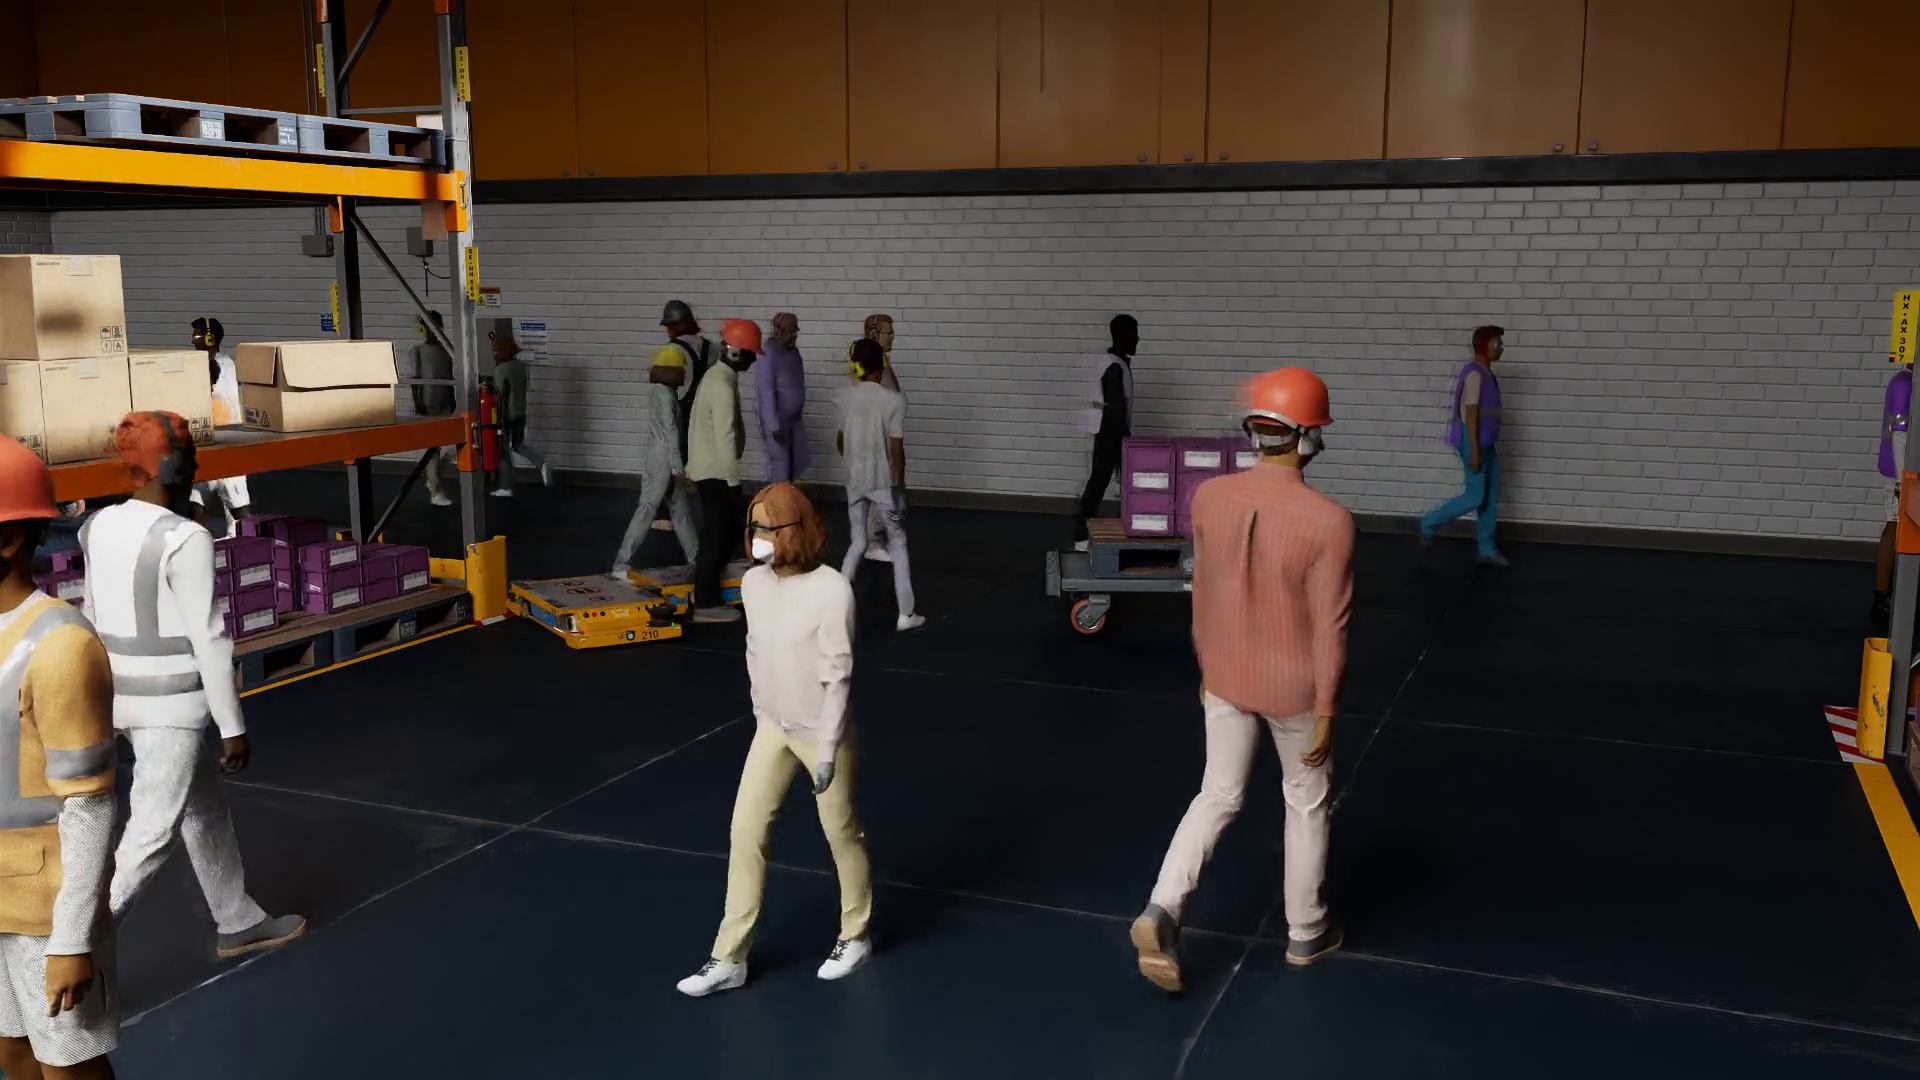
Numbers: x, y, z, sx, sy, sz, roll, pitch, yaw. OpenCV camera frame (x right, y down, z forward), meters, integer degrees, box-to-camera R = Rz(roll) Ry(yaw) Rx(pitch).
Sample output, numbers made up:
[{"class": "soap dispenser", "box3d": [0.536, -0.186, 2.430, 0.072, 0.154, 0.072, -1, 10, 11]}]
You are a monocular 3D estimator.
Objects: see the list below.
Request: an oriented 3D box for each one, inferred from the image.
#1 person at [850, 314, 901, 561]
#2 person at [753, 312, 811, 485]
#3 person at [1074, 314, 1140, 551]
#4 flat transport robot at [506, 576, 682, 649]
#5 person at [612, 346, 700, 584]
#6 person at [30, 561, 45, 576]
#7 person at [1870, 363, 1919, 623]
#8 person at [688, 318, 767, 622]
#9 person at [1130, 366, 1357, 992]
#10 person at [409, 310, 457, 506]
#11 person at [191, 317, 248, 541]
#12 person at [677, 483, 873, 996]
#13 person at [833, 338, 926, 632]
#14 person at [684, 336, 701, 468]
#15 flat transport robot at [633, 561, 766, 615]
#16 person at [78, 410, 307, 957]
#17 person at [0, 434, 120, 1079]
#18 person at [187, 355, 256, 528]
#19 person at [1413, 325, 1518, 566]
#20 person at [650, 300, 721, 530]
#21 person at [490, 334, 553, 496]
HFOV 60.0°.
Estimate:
[{"class": "person", "box3d": [-0.625, -0.798, 12.901, 0.408, 1.907, 0.665, 1, 9, 4]}, {"class": "person", "box3d": [-1.559, -1.045, 14.512, 0.444, 1.878, 0.682, 5, 10, 26]}, {"class": "person", "box3d": [1.335, -0.822, 13.089, 0.933, 1.873, 0.624, 2, 10, 10]}, {"class": "flat transport robot", "box3d": [-2.319, 0.424, 10.423, 0.652, 0.197, 1.431, -6, 11, -31]}, {"class": "person", "box3d": [-2.131, -0.537, 11.960, 0.847, 1.707, 0.503, -3, 10, -16]}, {"class": "person", "box3d": [-6.248, -0.367, 10.566, 0.600, 1.808, 0.715, 2, 10, 14]}, {"class": "person", "box3d": [6.091, -0.447, 10.664, 0.354, 1.939, 0.544, 7, 12, 36]}, {"class": "person", "box3d": [-1.472, -0.418, 10.475, 0.542, 1.942, 0.666, -1, 9, -8]}, {"class": "person", "box3d": [0.923, 0.446, 5.179, 0.609, 1.970, 0.896, 8, 12, 40]}, {"class": "person", "box3d": [-4.921, -1.240, 15.712, 0.386, 1.853, 0.559, 6, 11, 33]}, {"class": "person", "box3d": [-5.944, -0.853, 13.373, 0.318, 1.862, 0.518, -2, 10, -11]}, {"class": "person", "box3d": [-0.547, 0.634, 5.130, 0.519, 1.602, 0.763, 7, 12, 37]}, {"class": "person", "box3d": [-0.535, -0.329, 10.251, 0.514, 1.836, 0.607, 3, 10, 18]}, {"class": "person", "box3d": [-2.398, -1.006, 14.918, 0.879, 1.652, 0.541, 4, 10, 24]}, {"class": "flat transport robot", "box3d": [-1.578, 0.298, 11.183, 1.431, 0.197, 0.652, -6, 11, -31]}, {"class": "person", "box3d": [-2.495, 0.524, 5.097, 0.591, 1.846, 0.961, 6, 11, 34]}, {"class": "person", "box3d": [-1.958, 0.739, 3.465, 0.545, 1.942, 0.350, 7, 11, 35]}, {"class": "person", "box3d": [-5.293, -0.522, 11.962, 0.867, 1.656, 0.534, -8, 12, -39]}, {"class": "person", "box3d": [3.871, -0.712, 12.590, 0.690, 1.830, 0.577, 5, 11, 30]}, {"class": "person", "box3d": [-2.271, -1.062, 14.080, 0.987, 2.000, 0.687, 9, 13, 42]}, {"class": "person", "box3d": [-4.338, -1.210, 16.255, 0.626, 1.607, 0.535, 4, 10, 25]}]
